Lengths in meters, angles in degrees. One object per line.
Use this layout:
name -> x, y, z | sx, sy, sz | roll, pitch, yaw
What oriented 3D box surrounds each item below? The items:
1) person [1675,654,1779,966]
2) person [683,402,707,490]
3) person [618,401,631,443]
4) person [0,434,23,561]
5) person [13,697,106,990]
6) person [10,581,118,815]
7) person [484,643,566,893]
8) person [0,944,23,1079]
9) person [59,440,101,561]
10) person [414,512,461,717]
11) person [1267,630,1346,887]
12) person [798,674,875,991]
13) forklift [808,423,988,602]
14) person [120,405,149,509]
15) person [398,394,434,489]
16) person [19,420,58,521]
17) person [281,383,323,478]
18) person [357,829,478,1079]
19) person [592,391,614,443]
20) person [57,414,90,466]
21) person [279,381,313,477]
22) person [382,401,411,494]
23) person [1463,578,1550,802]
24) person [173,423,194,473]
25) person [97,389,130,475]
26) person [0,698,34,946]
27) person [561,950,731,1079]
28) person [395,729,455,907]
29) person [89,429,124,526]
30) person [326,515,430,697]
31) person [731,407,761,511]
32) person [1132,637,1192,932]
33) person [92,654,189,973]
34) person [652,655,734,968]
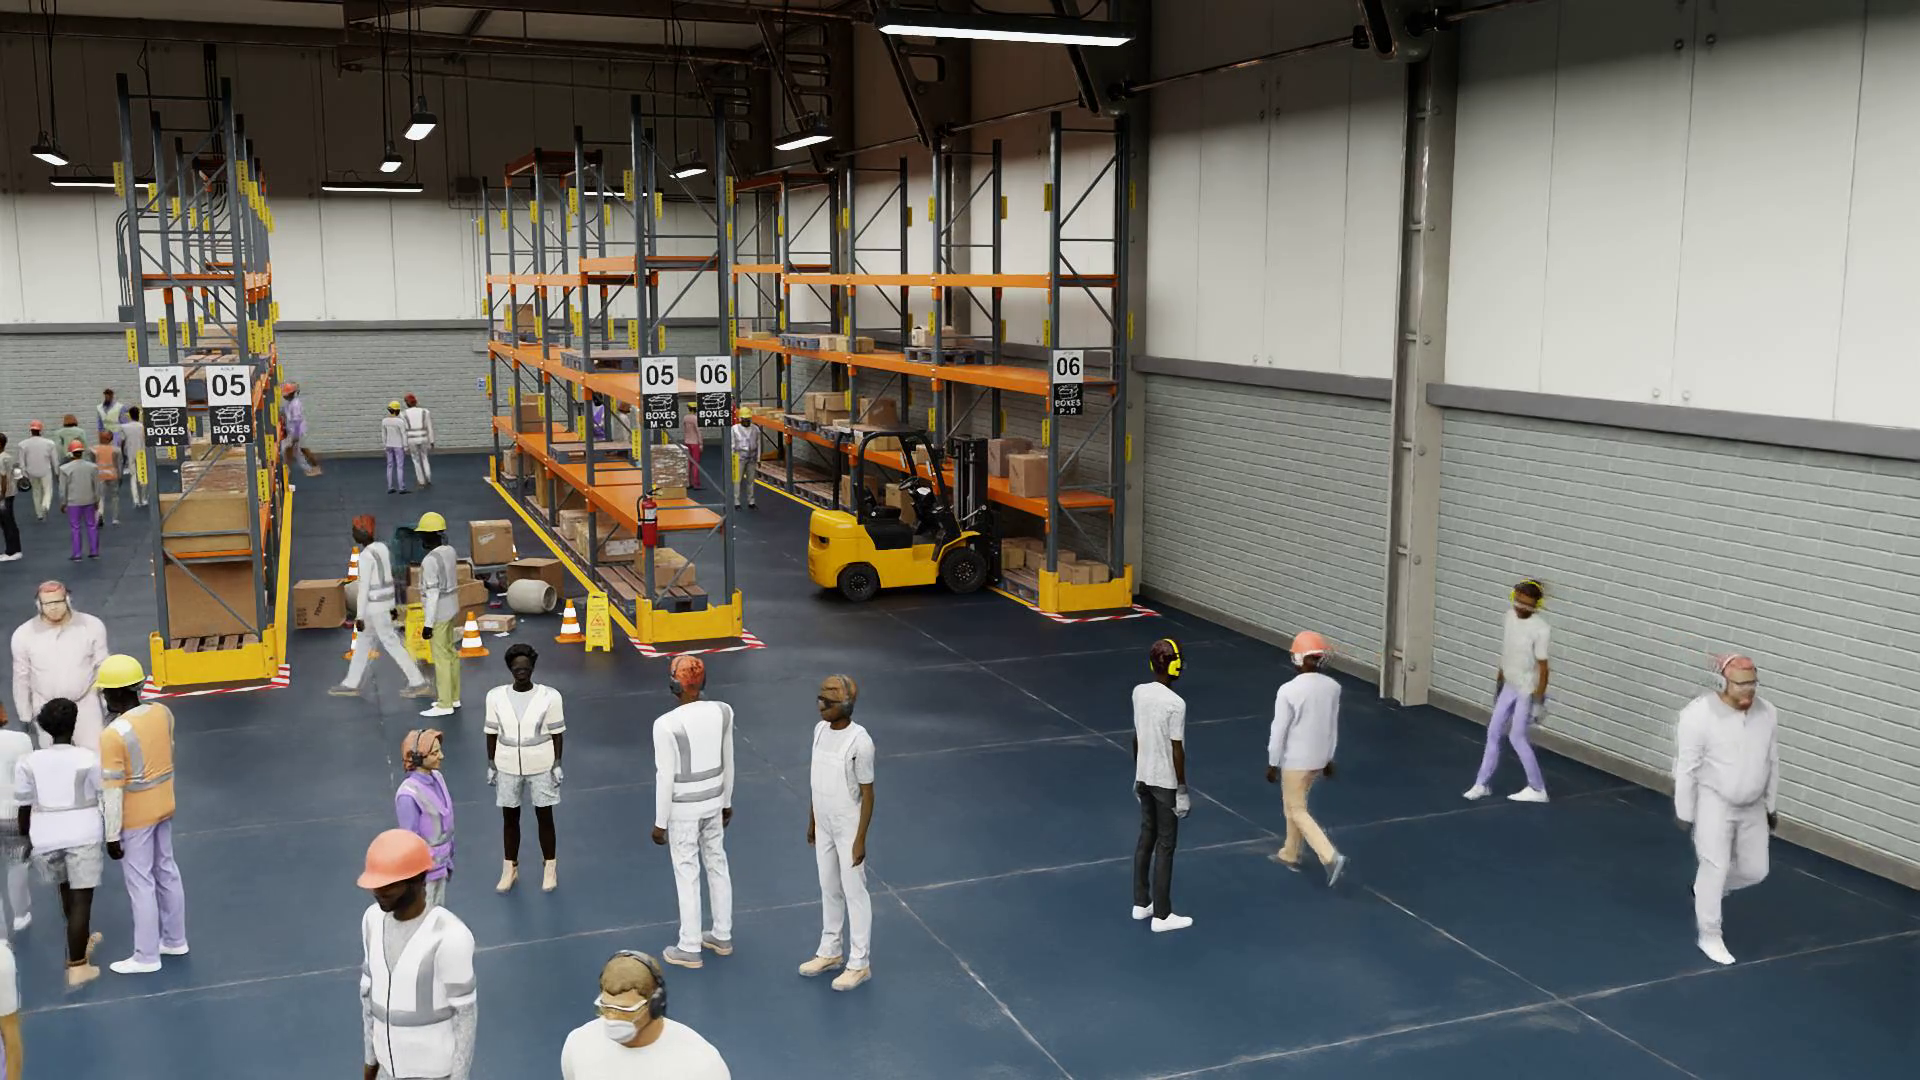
person -> 4.621, 1.594, 10.082 | 0.658, 1.889, 0.519 | -2, 9, -13
person -> -5.133, -1.848, 32.144 | 0.535, 1.767, 0.315 | 9, 13, 44
person -> -6.730, -1.993, 33.472 | 0.268, 1.630, 0.507 | -2, 9, -10
person -> -13.885, -0.611, 24.116 | 0.377, 1.857, 0.557 | -2, 9, -15
person -> -5.209, 1.742, 9.830 | 0.564, 1.652, 0.791 | 0, 9, -3
person -> -6.637, 1.233, 12.343 | 0.681, 1.890, 0.426 | -5, 10, -29
person -> -2.913, 1.521, 11.139 | 0.541, 1.700, 0.316 | 0, 9, -2
person -> -3.975, 2.185, 6.561 | 0.532, 1.827, 0.402 | -1, 9, -7
person -> -12.798, -0.573, 24.179 | 0.345, 1.747, 0.566 | 6, 11, 35
person -> -4.909, 0.694, 15.635 | 0.367, 1.927, 0.587 | 0, 9, 1
person -> 2.389, 1.484, 11.334 | 0.567, 1.723, 0.733 | -7, 11, -36
person -> -0.707, 1.682, 9.675 | 0.345, 1.847, 0.508 | -9, 13, -44
forklift -> -0.830, -0.399, 21.676 | 2.313, 2.155, 1.214 | -4, 10, -21
person -> -14.676, -1.477, 29.624 | 0.532, 1.838, 0.915 | -3, 10, -21
person -> -10.564, -1.914, 32.287 | 0.621, 1.857, 0.482 | -6, 11, -31
person -> -15.416, -1.146, 27.839 | 0.570, 1.732, 0.665 | -3, 10, -20
person -> -13.464, -2.205, 33.741 | 1.033, 1.975, 0.614 | -7, 12, -39
person -> -2.222, 2.101, 6.749 | 0.551, 1.934, 0.373 | 4, 10, 25
person -> -7.235, -2.078, 33.391 | 0.631, 1.836, 0.429 | 3, 10, 20
person -> -16.304, -1.528, 30.677 | 0.522, 1.591, 0.826 | 0, 9, 0
person -> -13.702, -2.307, 34.167 | 1.063, 2.000, 0.692 | 0, 9, 2
person -> -10.703, -1.756, 31.561 | 0.534, 1.767, 0.314 | 3, 10, 18
person -> 4.331, 1.178, 12.957 | 0.564, 1.842, 0.605 | -2, 9, -14
person -> -16.374, -2.370, 34.952 | 0.382, 1.917, 0.585 | 4, 10, 24
person -> -17.380, -2.184, 34.155 | 0.638, 1.825, 1.053 | 2, 9, 12
person -> -5.987, 1.698, 10.280 | 0.502, 1.612, 0.645 | -6, 11, -32
person -> -1.055, 2.286, 5.605 | 0.628, 1.933, 0.368 | 4, 10, 21
person -> -2.966, 1.851, 9.252 | 0.308, 1.641, 0.511 | 0, 9, -1
person -> -14.049, -1.017, 27.372 | 0.519, 1.616, 0.673 | -3, 10, -20
person -> -5.685, 0.655, 16.216 | 1.011, 1.832, 0.585 | -1, 9, -5
person -> -3.766, -1.425, 29.263 | 0.591, 1.834, 0.404 | -5, 10, -29
person -> 1.282, 1.540, 10.535 | 0.335, 1.860, 0.508 | -5, 10, -29
person -> -4.876, 1.618, 9.858 | 0.390, 1.922, 0.589 | 1, 9, 9
person -> -1.595, 1.615, 9.972 | 0.346, 1.882, 0.578 | 8, 12, 42
